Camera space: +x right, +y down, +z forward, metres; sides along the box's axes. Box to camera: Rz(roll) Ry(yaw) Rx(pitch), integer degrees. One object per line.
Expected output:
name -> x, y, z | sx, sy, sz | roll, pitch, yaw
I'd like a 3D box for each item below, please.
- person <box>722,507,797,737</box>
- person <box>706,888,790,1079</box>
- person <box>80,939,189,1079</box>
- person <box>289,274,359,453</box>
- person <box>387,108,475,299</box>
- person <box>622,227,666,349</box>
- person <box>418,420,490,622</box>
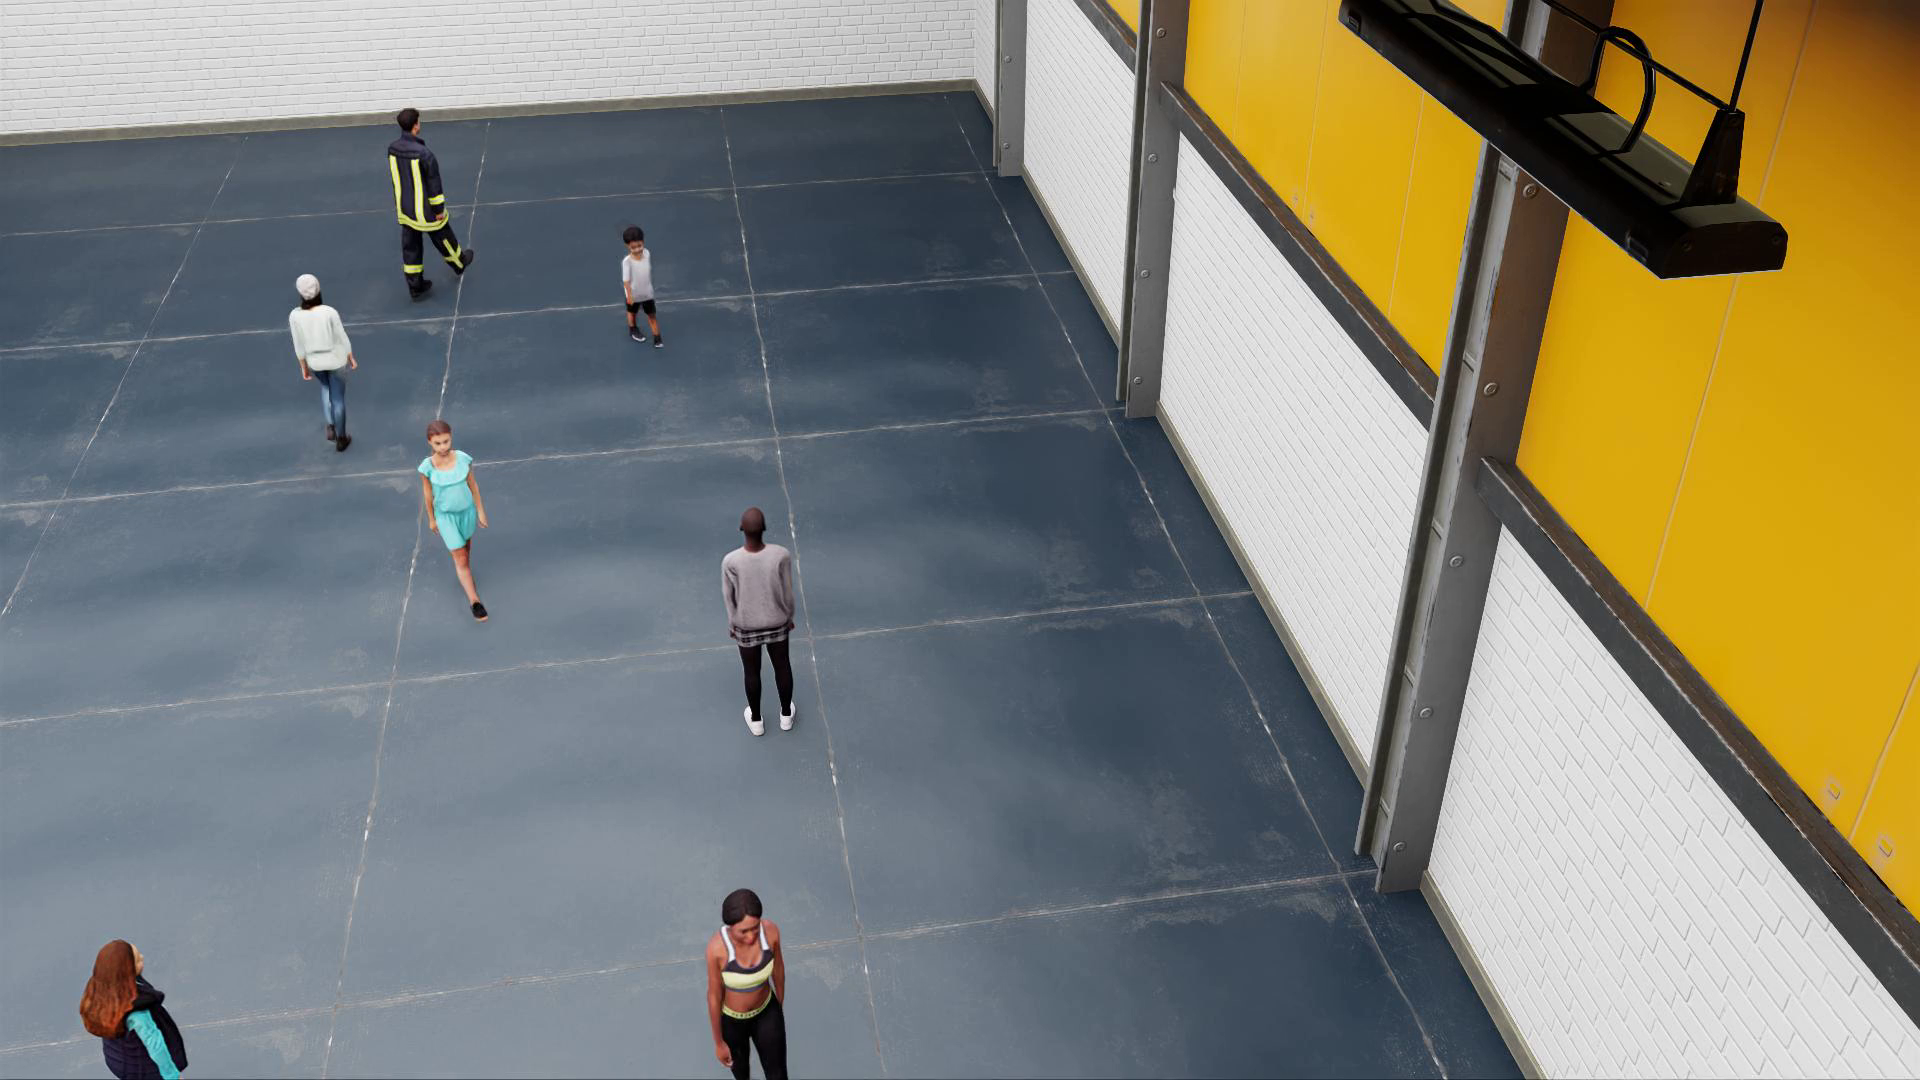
person -> -1.313, 0.540, 11.018 | 0.619, 1.772, 0.545 | -8, 34, -11
person -> -1.099, 2.325, 8.369 | 0.641, 1.730, 0.877 | -11, 35, -15
person -> -4.014, 2.553, 8.235 | 0.739, 1.499, 0.663 | -28, 43, -35
person -> -5.417, -1.480, 14.181 | 0.618, 1.634, 0.627 | 0, 34, -1
person -> -5.511, -3.355, 16.786 | 1.183, 1.872, 1.330 | 12, 36, 18
person -> -3.118, -2.464, 16.026 | 0.724, 1.230, 0.909 | -26, 41, -33
person -> -3.767, -0.221, 12.390 | 0.798, 1.520, 1.114 | -17, 37, -24
